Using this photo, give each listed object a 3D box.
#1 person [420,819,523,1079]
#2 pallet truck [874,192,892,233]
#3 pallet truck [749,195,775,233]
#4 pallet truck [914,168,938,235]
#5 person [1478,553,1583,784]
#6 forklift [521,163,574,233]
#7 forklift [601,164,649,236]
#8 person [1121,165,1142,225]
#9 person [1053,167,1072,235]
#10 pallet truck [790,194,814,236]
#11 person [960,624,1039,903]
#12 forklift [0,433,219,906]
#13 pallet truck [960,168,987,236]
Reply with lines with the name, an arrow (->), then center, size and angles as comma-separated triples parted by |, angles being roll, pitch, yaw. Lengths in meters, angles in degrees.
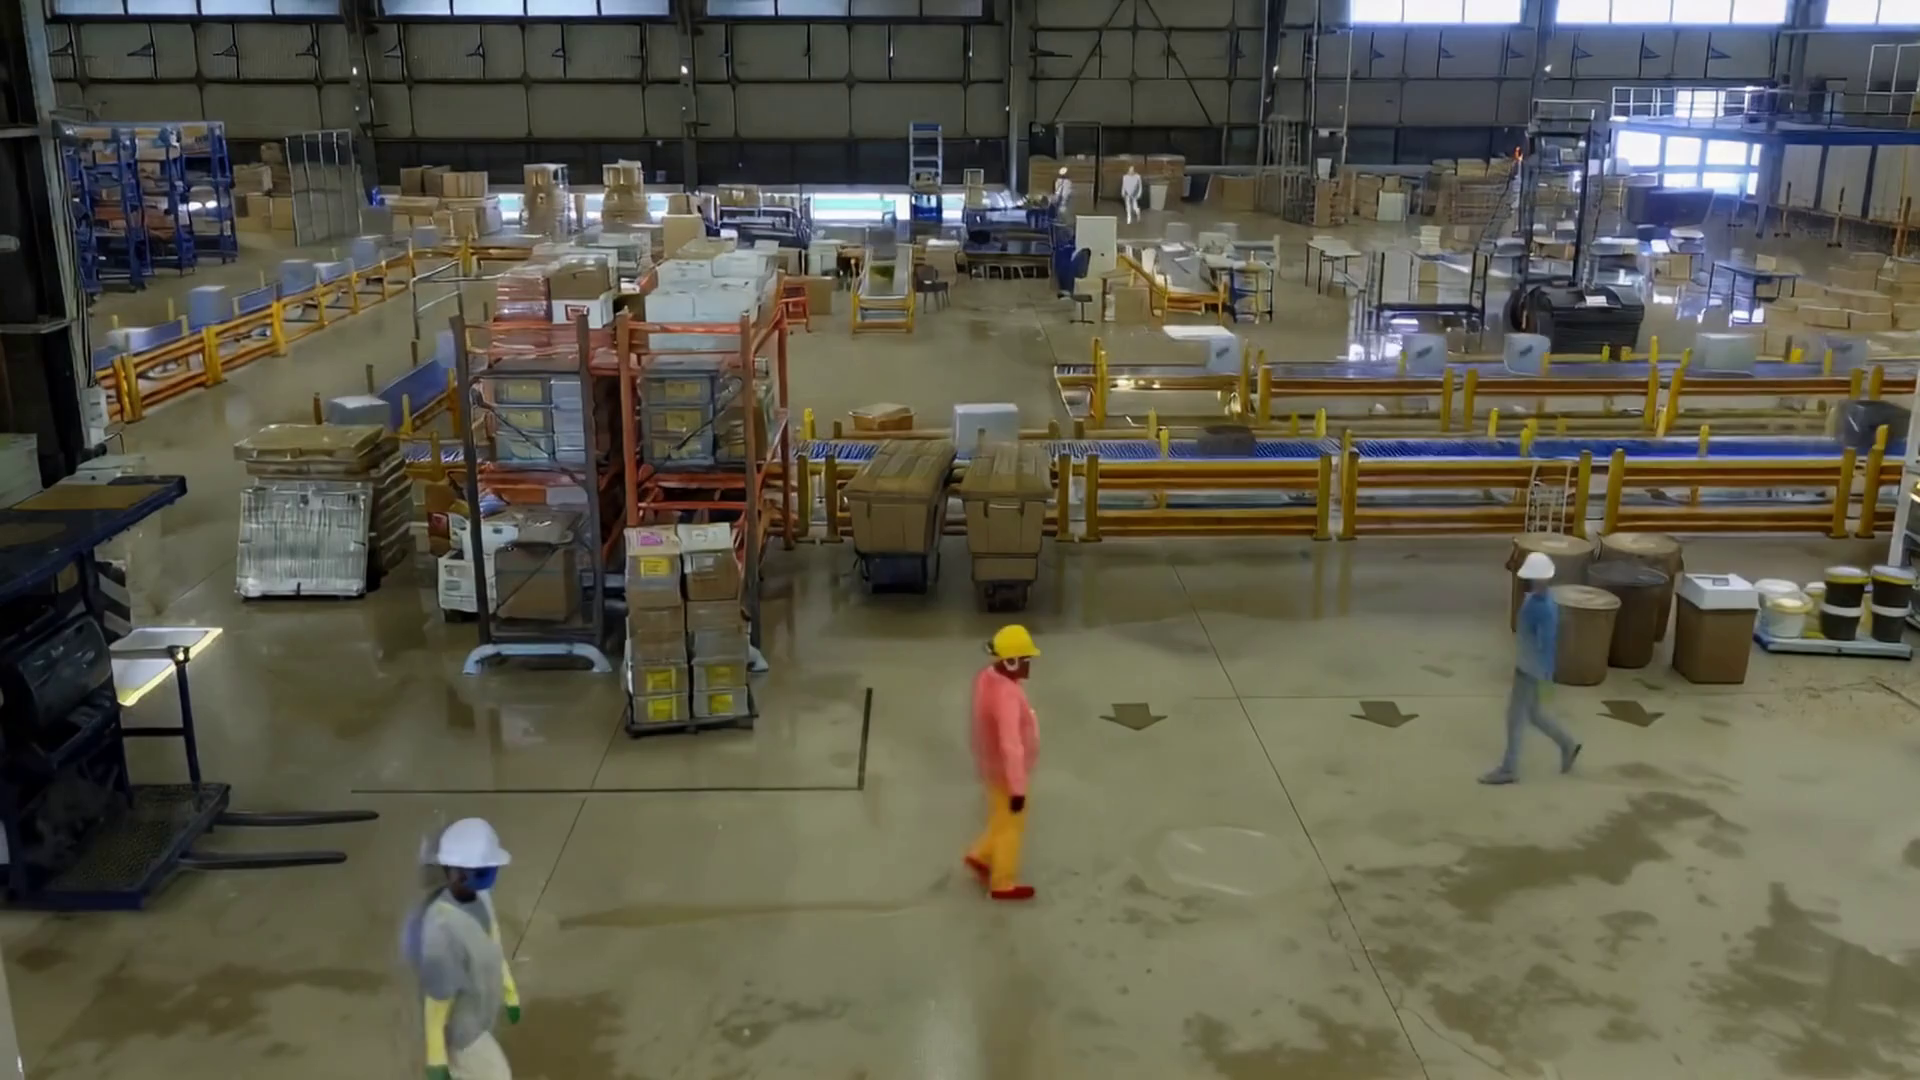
person -> -2.065, 2.130, 7.416 | 0.917, 1.896, 0.572 | 0, 16, -1
pallet truck -> -2.277, -9.986, 50.594 | 0.653, 1.274, 1.630 | 0, 16, -1
pallet truck -> -6.051, -9.967, 50.660 | 0.680, 1.201, 1.601 | 0, 16, -1
pallet truck -> -0.989, -10.316, 50.507 | 0.823, 1.965, 1.885 | 1, 16, 3
person -> 4.136, 0.922, 11.870 | 0.687, 1.744, 0.533 | 2, 16, 5
forklift -> -12.233, -10.122, 49.298 | 1.157, 1.987, 2.680 | 0, 16, -1
forklift -> -9.948, -10.127, 49.296 | 1.157, 1.987, 2.680 | -1, 16, -3
person -> 5.480, -11.023, 53.158 | 0.648, 1.888, 0.431 | 10, 19, 30
person -> 3.140, -10.203, 50.083 | 0.604, 2.020, 0.903 | 15, 22, 41
pallet truck -> -4.814, -9.883, 50.259 | 0.704, 1.261, 1.522 | -1, 16, -3
person -> 0.284, 1.380, 10.165 | 0.418, 1.819, 0.619 | -3, 16, -9
forklift -> -5.952, 0.780, 10.366 | 1.873, 2.768, 1.129 | 0, 16, -1
pallet truck -> 0.383, -10.230, 50.206 | 0.823, 1.965, 1.885 | -1, 16, -3
